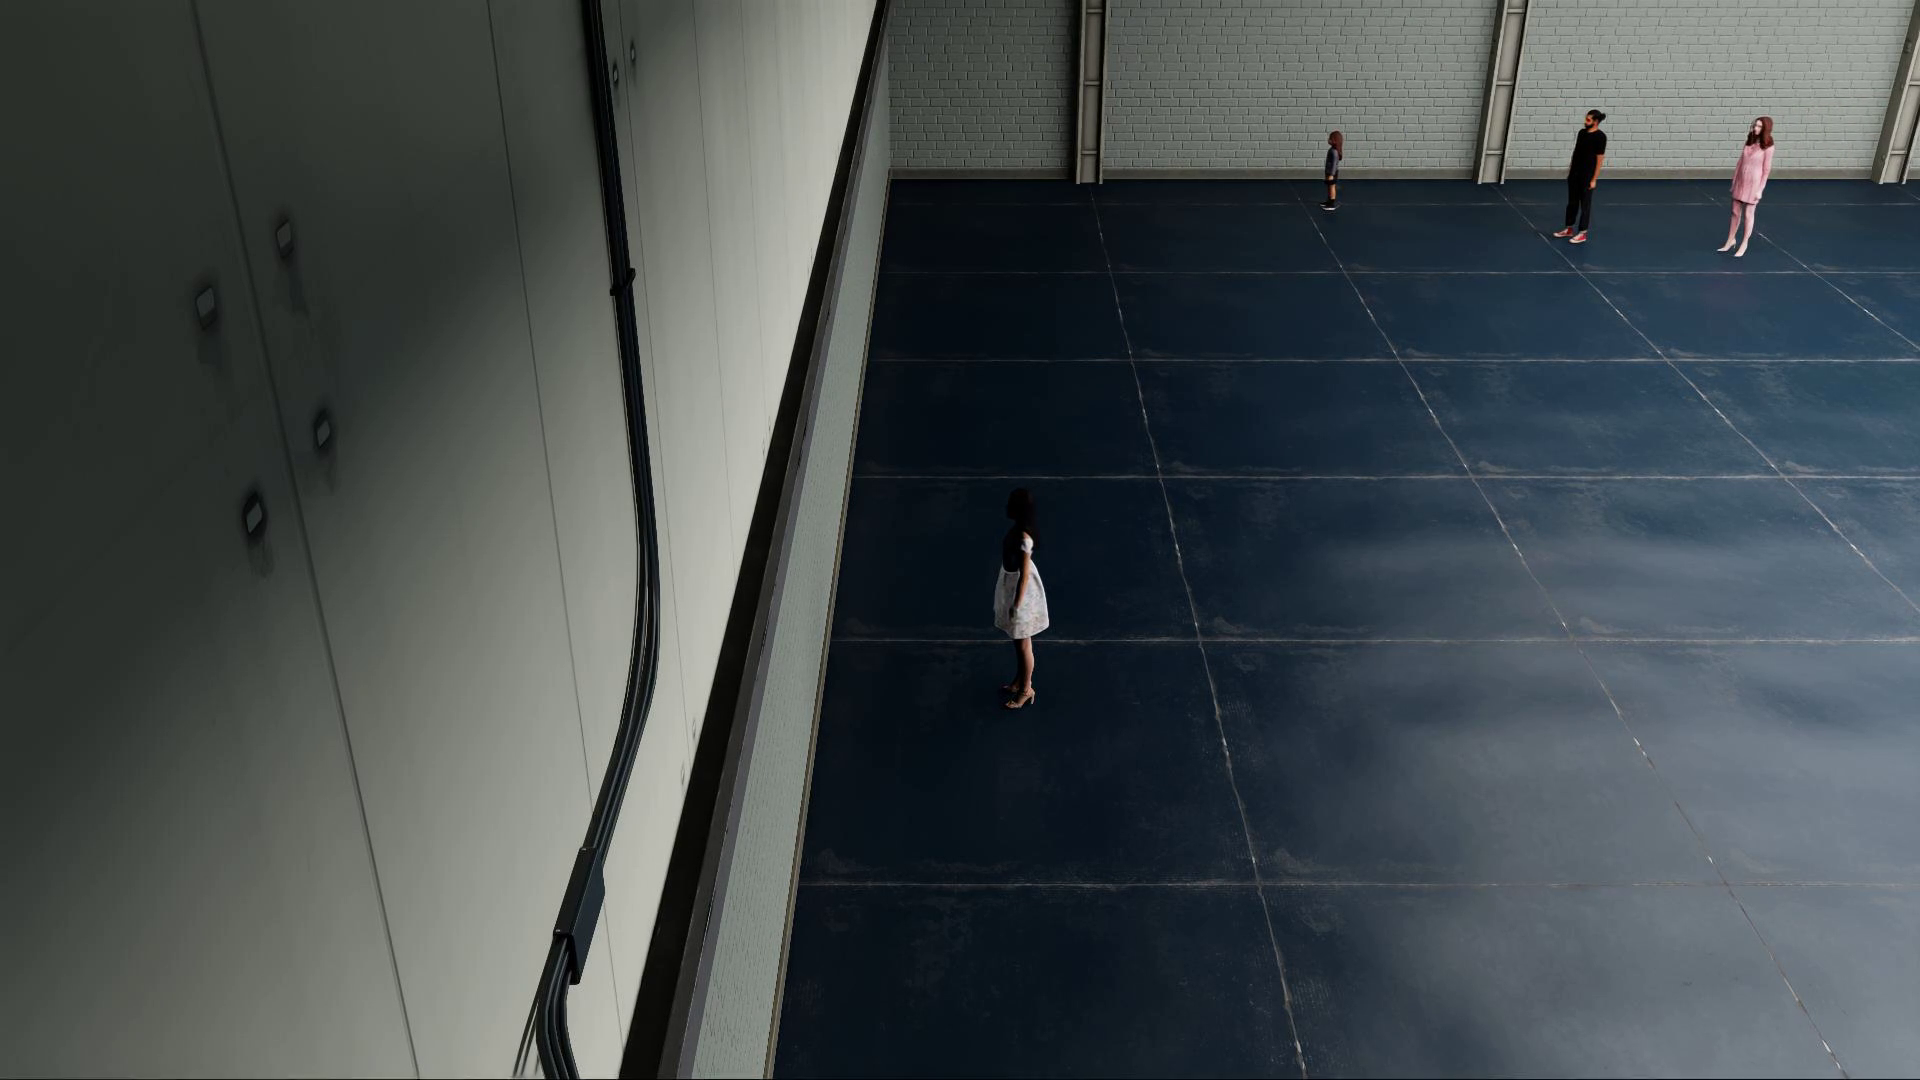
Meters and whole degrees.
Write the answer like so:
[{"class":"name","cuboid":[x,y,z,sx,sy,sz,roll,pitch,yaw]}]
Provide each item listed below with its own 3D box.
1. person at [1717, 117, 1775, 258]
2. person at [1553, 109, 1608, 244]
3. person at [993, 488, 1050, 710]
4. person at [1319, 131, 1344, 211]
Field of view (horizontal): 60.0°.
[{"class":"person","cuboid":[10.222,-4.583,21.532,0.686,1.803,0.690,-15,31,-25]},{"class":"person","cuboid":[8.284,-4.843,22.071,0.697,1.756,0.709,-12,30,-22]},{"class":"person","cuboid":[0.436,0.421,12.167,0.608,1.775,0.627,0,28,0]},{"class":"person","cuboid":[5.259,-5.228,23.486,0.453,1.105,0.479,2,28,4]}]
